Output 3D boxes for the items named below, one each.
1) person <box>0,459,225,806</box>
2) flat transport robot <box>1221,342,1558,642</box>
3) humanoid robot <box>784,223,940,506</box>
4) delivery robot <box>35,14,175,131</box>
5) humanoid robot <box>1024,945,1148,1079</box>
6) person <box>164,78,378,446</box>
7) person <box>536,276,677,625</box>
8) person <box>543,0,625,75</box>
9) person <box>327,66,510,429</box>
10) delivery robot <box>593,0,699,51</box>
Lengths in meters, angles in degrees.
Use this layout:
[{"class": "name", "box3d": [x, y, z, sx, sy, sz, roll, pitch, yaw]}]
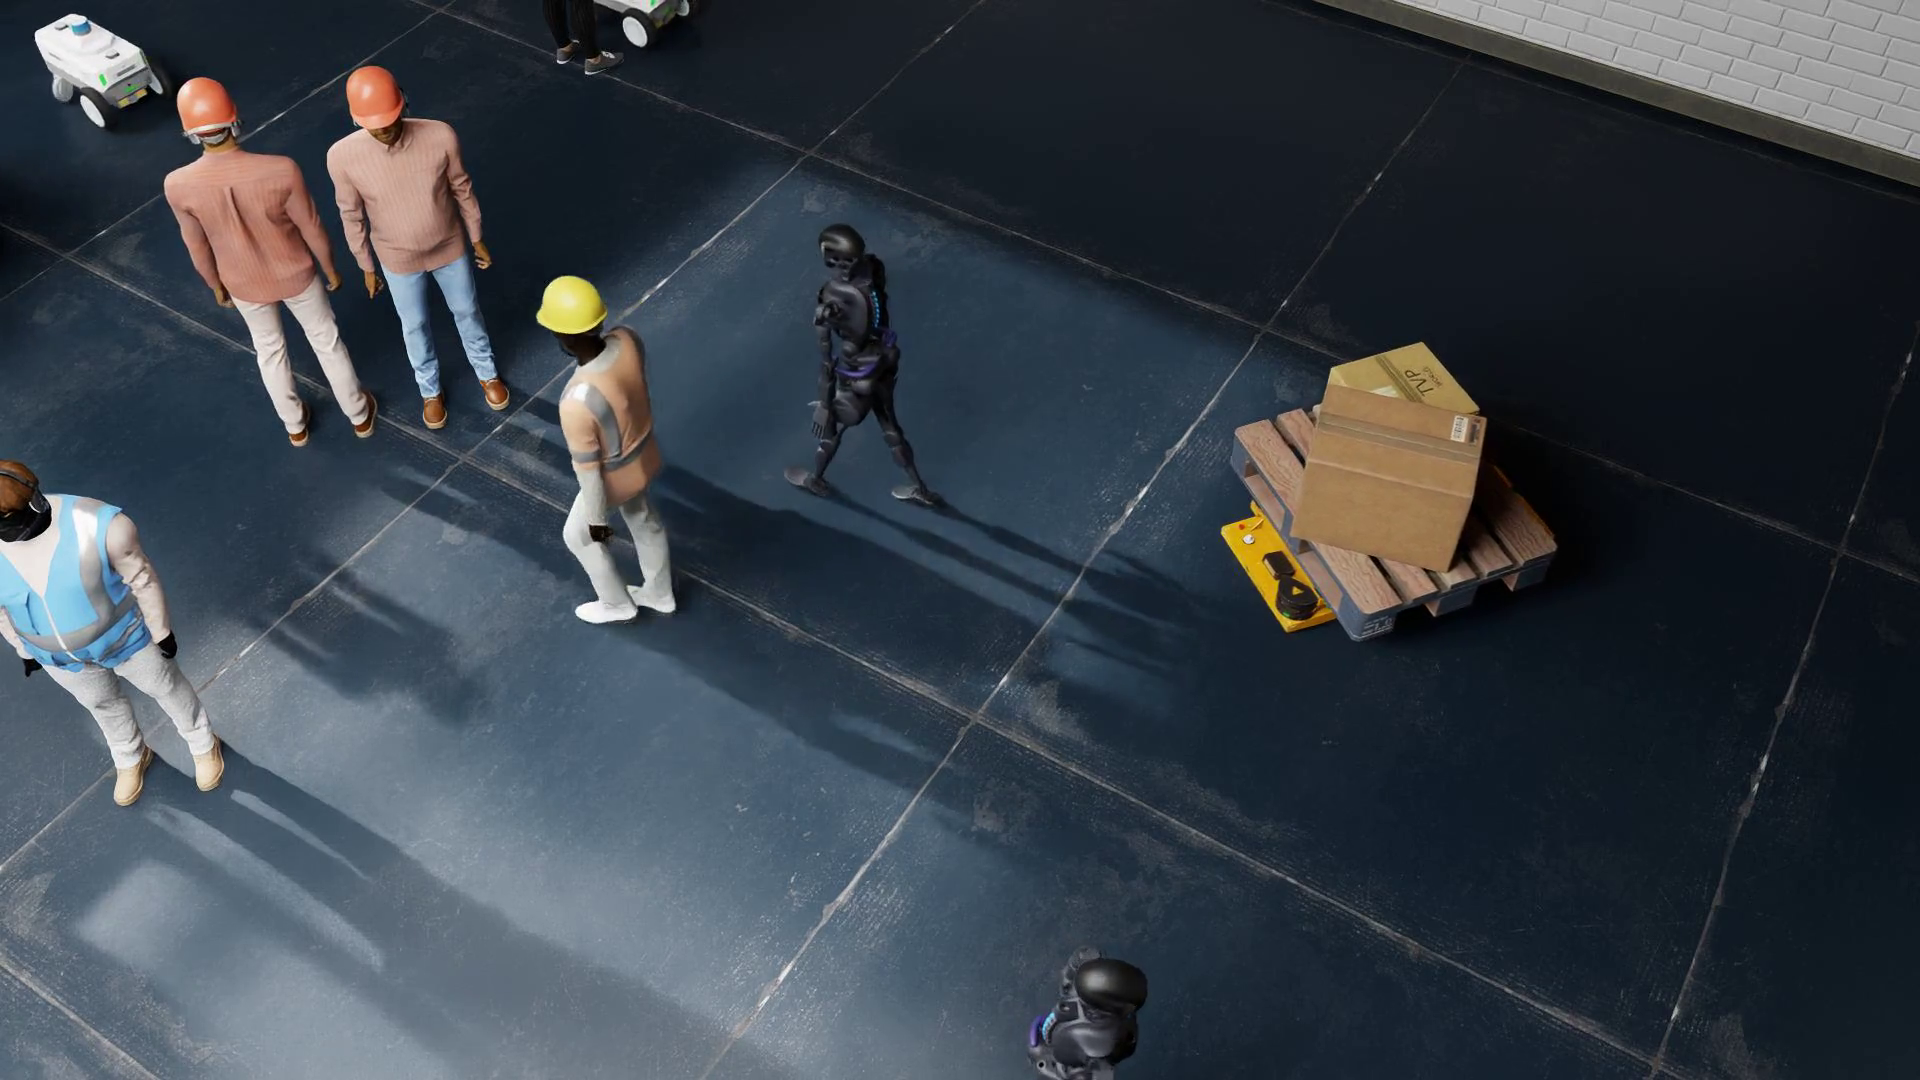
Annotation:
[{"class": "person", "box3d": [-3.357, 0.374, 6.445, 0.626, 1.844, 0.429, -9, 49, -7]}, {"class": "flat transport robot", "box3d": [2.026, -0.046, 7.856, 1.431, 0.231, 0.659, -17, 51, -14]}, {"class": "humanoid robot", "box3d": [-0.468, -0.775, 7.584, 0.755, 1.628, 0.609, 22, 52, 18]}, {"class": "delivery robot", "box3d": [-5.259, -2.887, 10.159, 0.780, 0.609, 0.522, 30, 55, 23]}, {"class": "humanoid robot", "box3d": [0.304, 1.743, 5.359, 0.479, 1.638, 0.611, -4, 49, -3]}, {"class": "person", "box3d": [-3.224, -1.262, 7.784, 0.618, 1.986, 0.409, -8, 49, -7]}, {"class": "person", "box3d": [-1.536, -0.341, 7.018, 0.561, 1.911, 0.620, 14, 50, 12]}, {"class": "person", "box3d": [-2.407, -3.638, 10.006, 0.746, 1.758, 0.433, 28, 55, 22]}, {"class": "person", "box3d": [-2.542, -1.368, 7.866, 0.621, 1.991, 0.394, -19, 51, -16]}, {"class": "delivery robot", "box3d": [-2.108, -3.542, 10.732, 0.782, 0.610, 0.525, 27, 54, 22]}]
